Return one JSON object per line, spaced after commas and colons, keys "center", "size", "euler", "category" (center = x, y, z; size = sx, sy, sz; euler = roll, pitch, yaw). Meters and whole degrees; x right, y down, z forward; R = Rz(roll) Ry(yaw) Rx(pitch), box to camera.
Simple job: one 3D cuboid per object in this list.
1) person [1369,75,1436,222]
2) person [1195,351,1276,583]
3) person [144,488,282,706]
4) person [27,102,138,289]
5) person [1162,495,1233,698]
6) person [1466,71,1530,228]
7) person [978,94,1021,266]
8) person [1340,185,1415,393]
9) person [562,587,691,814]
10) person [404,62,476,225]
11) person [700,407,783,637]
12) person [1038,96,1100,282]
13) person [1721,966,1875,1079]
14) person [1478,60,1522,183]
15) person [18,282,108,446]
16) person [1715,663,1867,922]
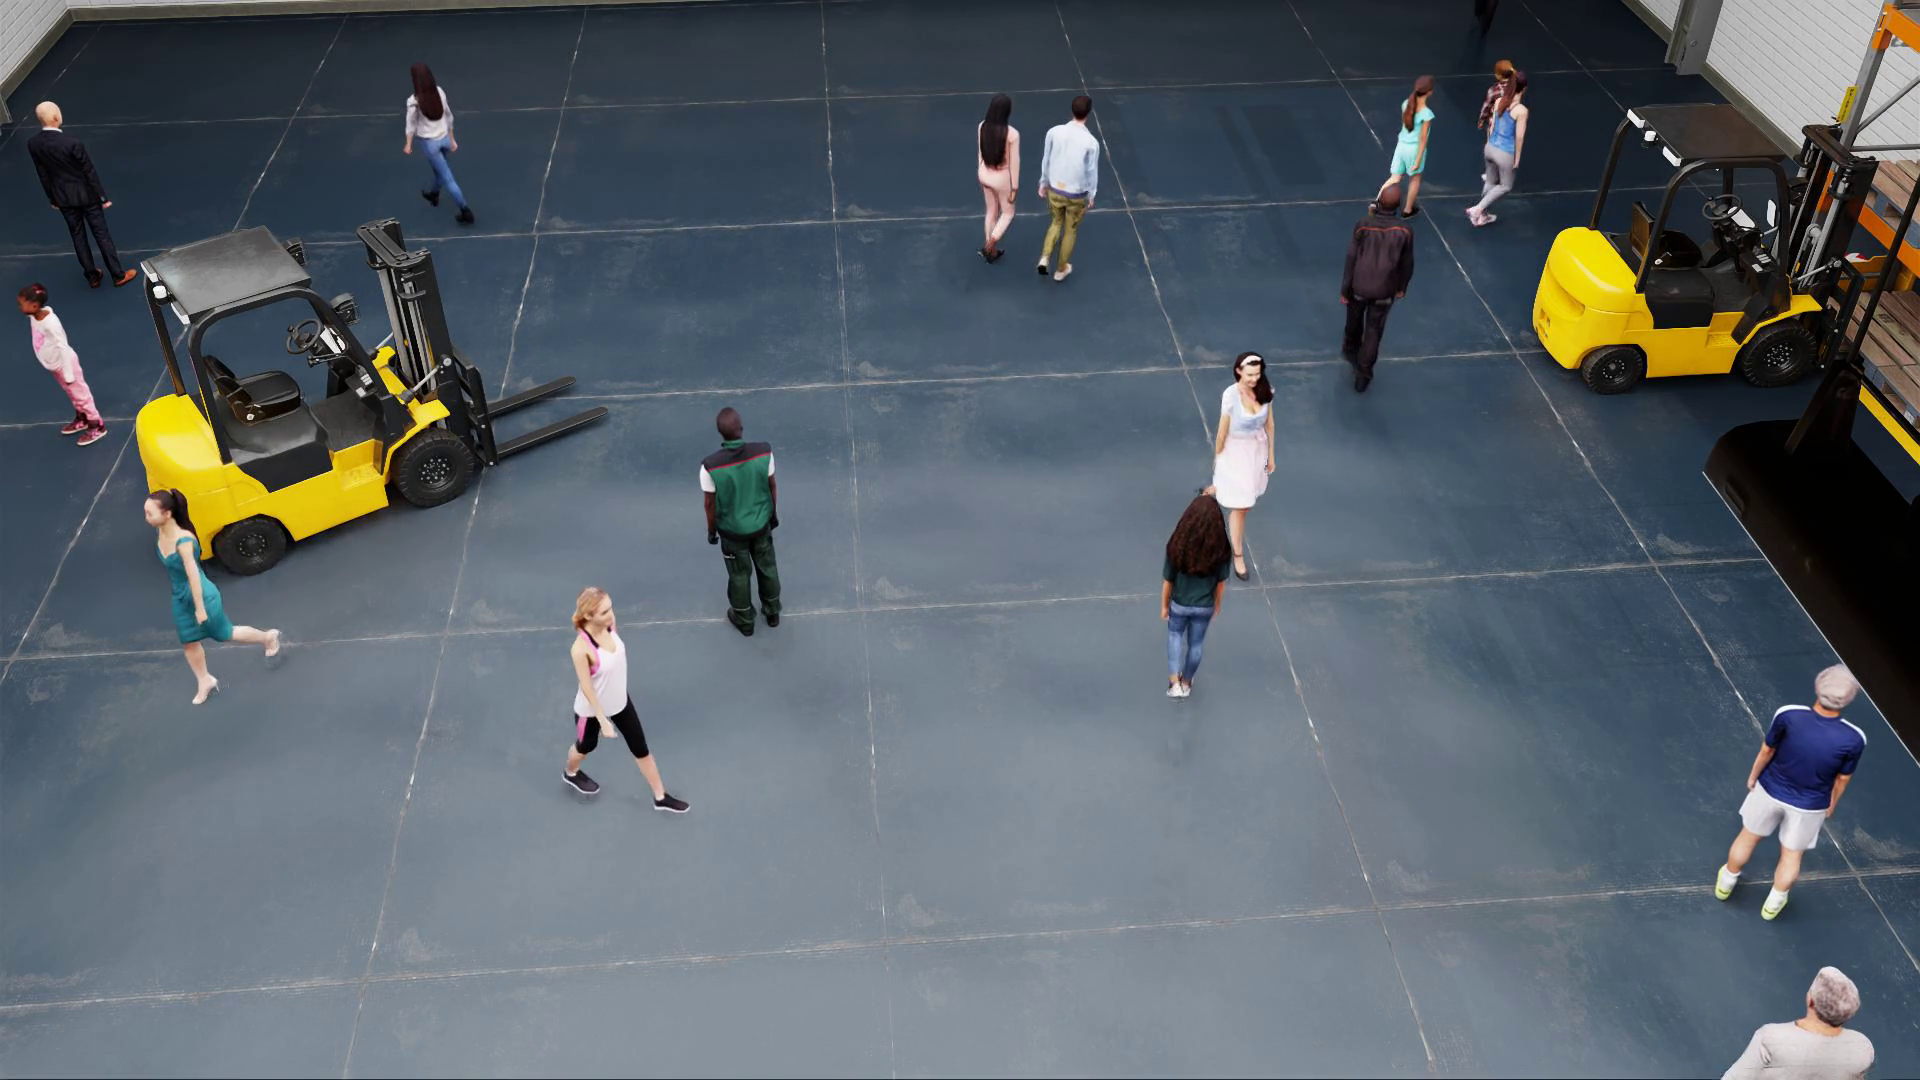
{"center": [4.354, -3.790, 16.275], "size": [0.950, 1.535, 0.969], "euler": [-27, 46, -30], "category": "person"}
{"center": [2.009, -0.630, 12.118], "size": [0.916, 1.784, 1.227], "euler": [-16, 41, -19], "category": "person"}
{"center": [-4.962, 0.348, 10.989], "size": [0.919, 1.665, 0.995], "euler": [25, 45, 28], "category": "person"}
{"center": [-8.107, -3.149, 15.263], "size": [0.694, 1.795, 0.586], "euler": [-1, 39, -1], "category": "person"}
{"center": [1.531, 0.450, 10.911], "size": [0.675, 1.602, 0.772], "euler": [5, 39, 7], "category": "person"}
{"center": [5.221, -3.741, 16.167], "size": [0.846, 1.592, 0.822], "euler": [-22, 44, -25], "category": "person"}
{"center": [0.306, -3.300, 15.521], "size": [0.867, 1.709, 0.943], "euler": [21, 43, 24], "category": "person"}
{"center": [3.446, -2.068, 13.904], "size": [0.926, 1.802, 1.105], "euler": [9, 40, 12], "category": "person"}
{"center": [-2.262, 0.989, 10.125], "size": [1.062, 1.742, 1.158], "euler": [17, 42, 20], "category": "person"}
{"center": [-5.077, -3.840, 16.298], "size": [1.060, 1.583, 1.063], "euler": [22, 43, 25], "category": "person"}
{"center": [-1.482, -0.116, 11.431], "size": [0.759, 1.838, 0.732], "euler": [-16, 41, -19], "category": "person"}
{"center": [0.965, -3.160, 15.283], "size": [0.910, 1.789, 0.968], "euler": [16, 41, 19], "category": "person"}
{"center": [3.826, 2.756, 7.789], "size": [0.807, 1.895, 1.021], "euler": [2, 39, 2], "category": "person"}
{"center": [5.576, -4.261, 17.067], "size": [0.571, 1.282, 0.564], "euler": [-1, 39, -1], "category": "person"}
{"center": [-7.257, -1.456, 13.423], "size": [0.606, 1.446, 0.671], "euler": [29, 47, 32], "category": "person"}
{"center": [4.753, 1.440, 9.486], "size": [0.715, 1.834, 0.750], "euler": [22, 44, 25], "category": "person"}
